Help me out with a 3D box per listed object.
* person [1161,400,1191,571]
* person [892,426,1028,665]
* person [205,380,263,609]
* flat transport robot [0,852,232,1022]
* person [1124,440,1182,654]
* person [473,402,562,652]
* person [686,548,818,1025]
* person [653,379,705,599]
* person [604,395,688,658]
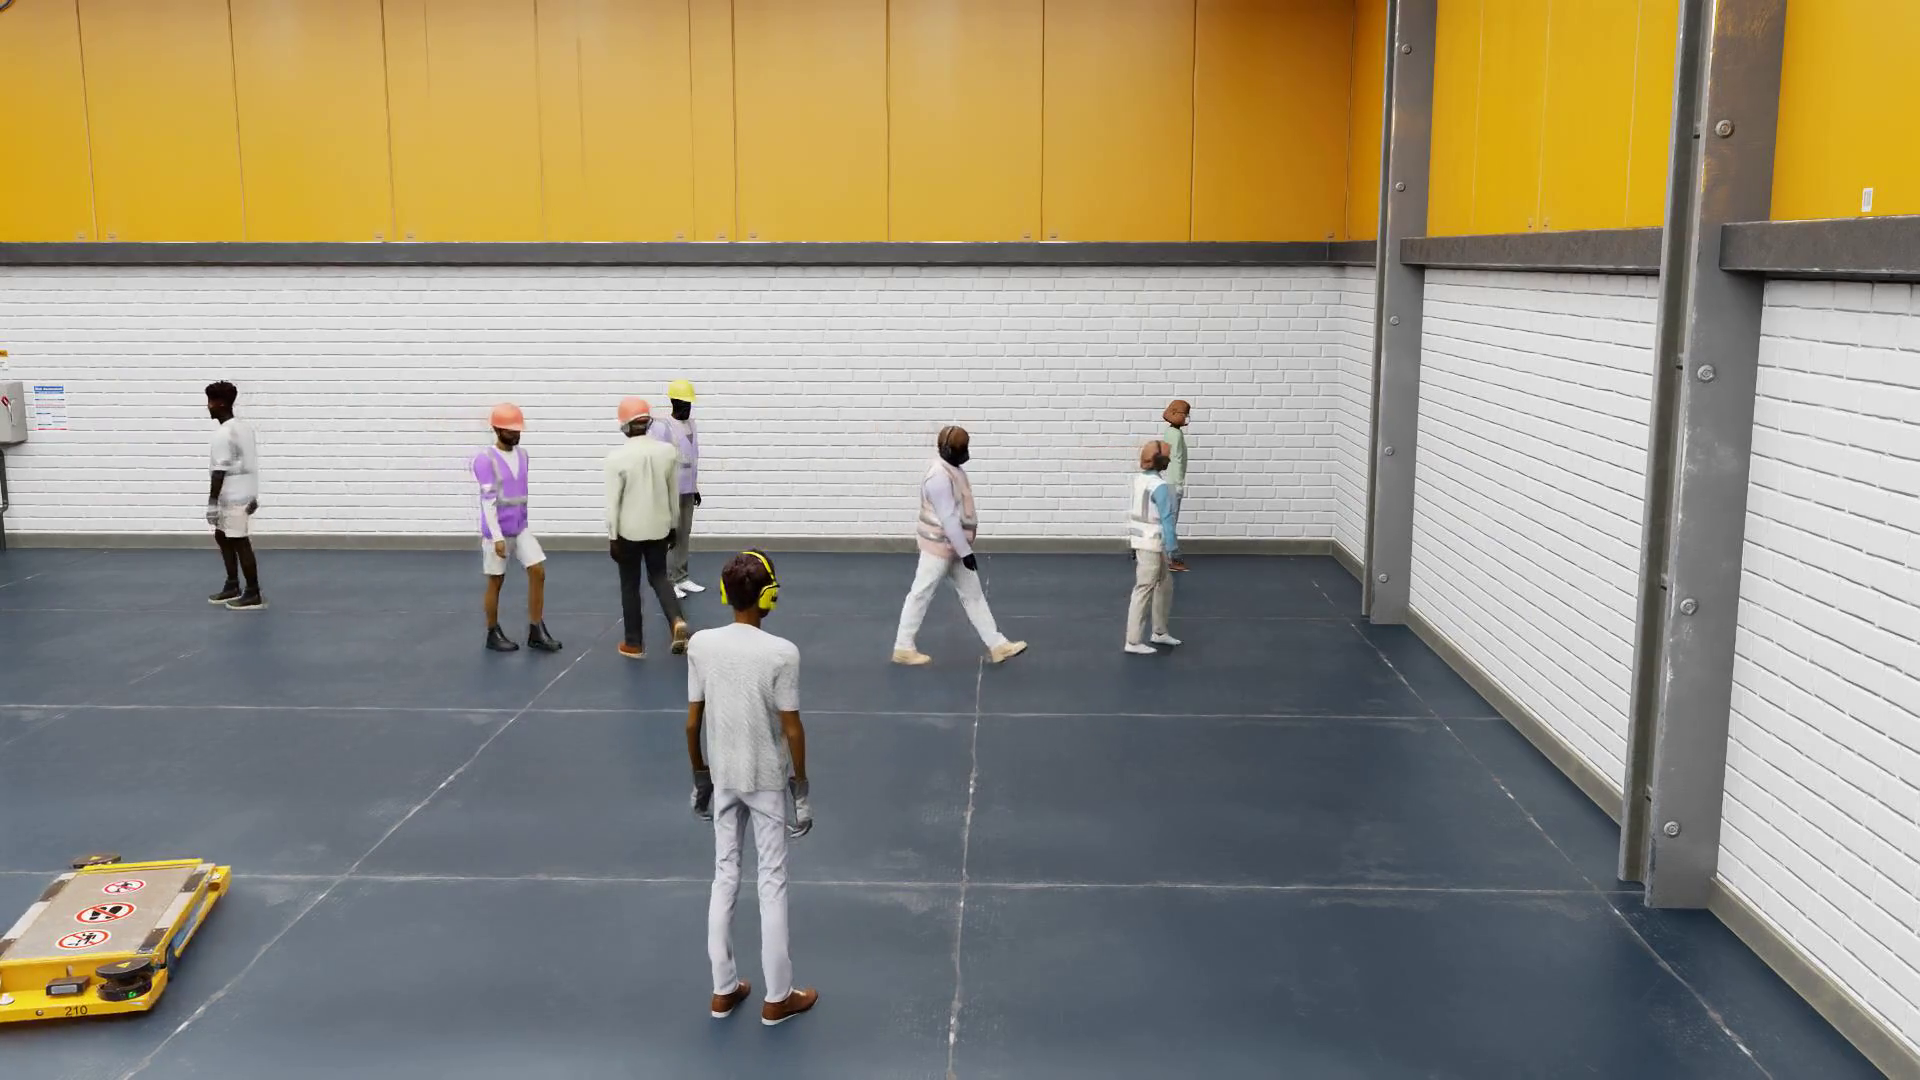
[{"bbox_3d":[2.055,-0.528,15.923,0.281,1.633,0.498,0,10,-1],"label":"person"},{"bbox_3d":[-0.040,0.058,12.077,1.024,1.775,0.631,3,10,15],"label":"person"},{"bbox_3d":[-6.245,-0.359,14.048,0.657,1.929,0.634,-1,10,-4],"label":"person"},{"bbox_3d":[-3.637,1.655,7.124,0.652,0.197,1.431,-2,10,-11],"label":"flat transport robot"},{"bbox_3d":[1.514,0.061,12.501,0.614,1.621,0.517,-2,10,-9],"label":"person"},{"bbox_3d":[-3.328,-0.073,12.455,0.763,1.907,0.551,6,11,31],"label":"person"},{"bbox_3d":[-0.819,0.964,6.513,0.533,1.864,0.310,4,10,21],"label":"person"},{"bbox_3d":[-2.459,-0.458,14.661,0.383,1.922,0.593,4,10,21],"label":"person"},{"bbox_3d":[-2.319,-0.076,12.260,0.626,1.981,0.652,-7,12,-37],"label":"person"}]
